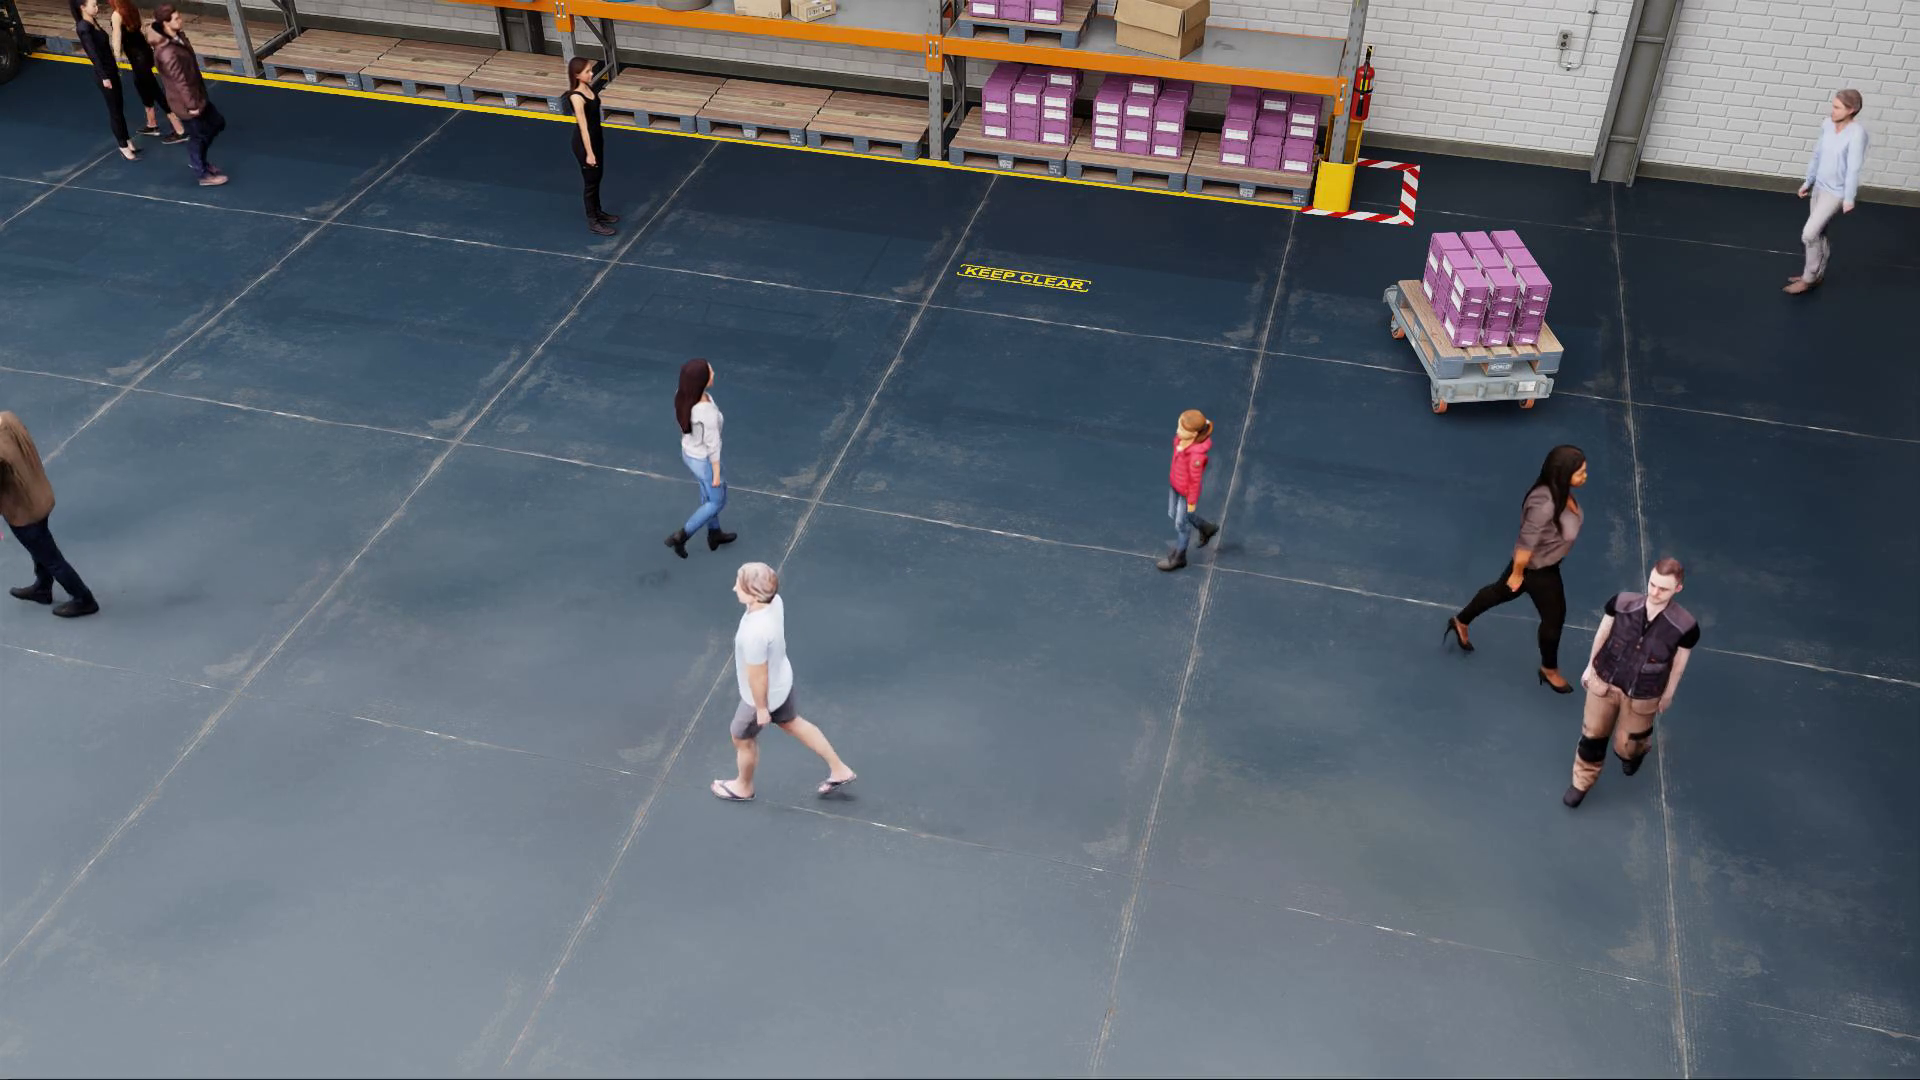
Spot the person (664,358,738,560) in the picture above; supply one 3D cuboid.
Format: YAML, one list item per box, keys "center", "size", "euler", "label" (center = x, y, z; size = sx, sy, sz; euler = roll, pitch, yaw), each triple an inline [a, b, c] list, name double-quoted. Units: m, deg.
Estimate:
- center: [-1.855, -0.526, 11.561]
  size: [0.923, 1.618, 0.894]
  euler: [-26, 45, -29]
  label: "person"

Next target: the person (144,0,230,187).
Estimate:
- center: [-7.569, -4.288, 16.100]
  size: [0.873, 1.833, 0.883]
  euler: [-7, 39, -8]
  label: "person"

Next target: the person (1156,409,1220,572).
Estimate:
- center: [1.639, -0.361, 11.606]
  size: [0.815, 1.305, 0.710]
  euler: [-11, 40, -13]
  label: "person"

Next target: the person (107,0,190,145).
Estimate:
- center: [-8.237, -4.862, 16.924]
  size: [0.910, 1.702, 0.743]
  euler: [-6, 39, -7]
  label: "person"

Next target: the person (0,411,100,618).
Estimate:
- center: [-6.096, -0.232, 10.993]
  size: [0.957, 1.869, 0.832]
  euler: [-3, 39, -4]
  label: "person"

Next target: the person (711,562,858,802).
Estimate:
- center: [-1.032, 0.869, 9.666]
  size: [1.144, 1.804, 0.735]
  euler: [6, 39, 7]
  label: "person"

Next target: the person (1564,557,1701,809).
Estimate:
- center: [3.946, 0.797, 9.738]
  size: [0.937, 1.826, 0.941]
  euler: [28, 46, 30]
  label: "person"

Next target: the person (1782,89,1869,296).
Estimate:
- center: [7.657, -3.027, 14.496]
  size: [0.816, 1.863, 0.772]
  euler: [-6, 39, -7]
  label: "person"

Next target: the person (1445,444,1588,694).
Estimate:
- center: [3.552, 0.141, 10.584]
  size: [1.178, 1.795, 0.828]
  euler: [19, 42, 22]
  label: "person"

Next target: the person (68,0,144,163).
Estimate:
- center: [-8.531, -4.635, 16.629]
  size: [0.637, 1.715, 0.640]
  euler: [-10, 40, -12]
  label: "person"

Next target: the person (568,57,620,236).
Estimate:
- center: [-3.438, -3.672, 15.444]
  size: [0.621, 1.687, 0.645]
  euler: [0, 39, 0]
  label: "person"
